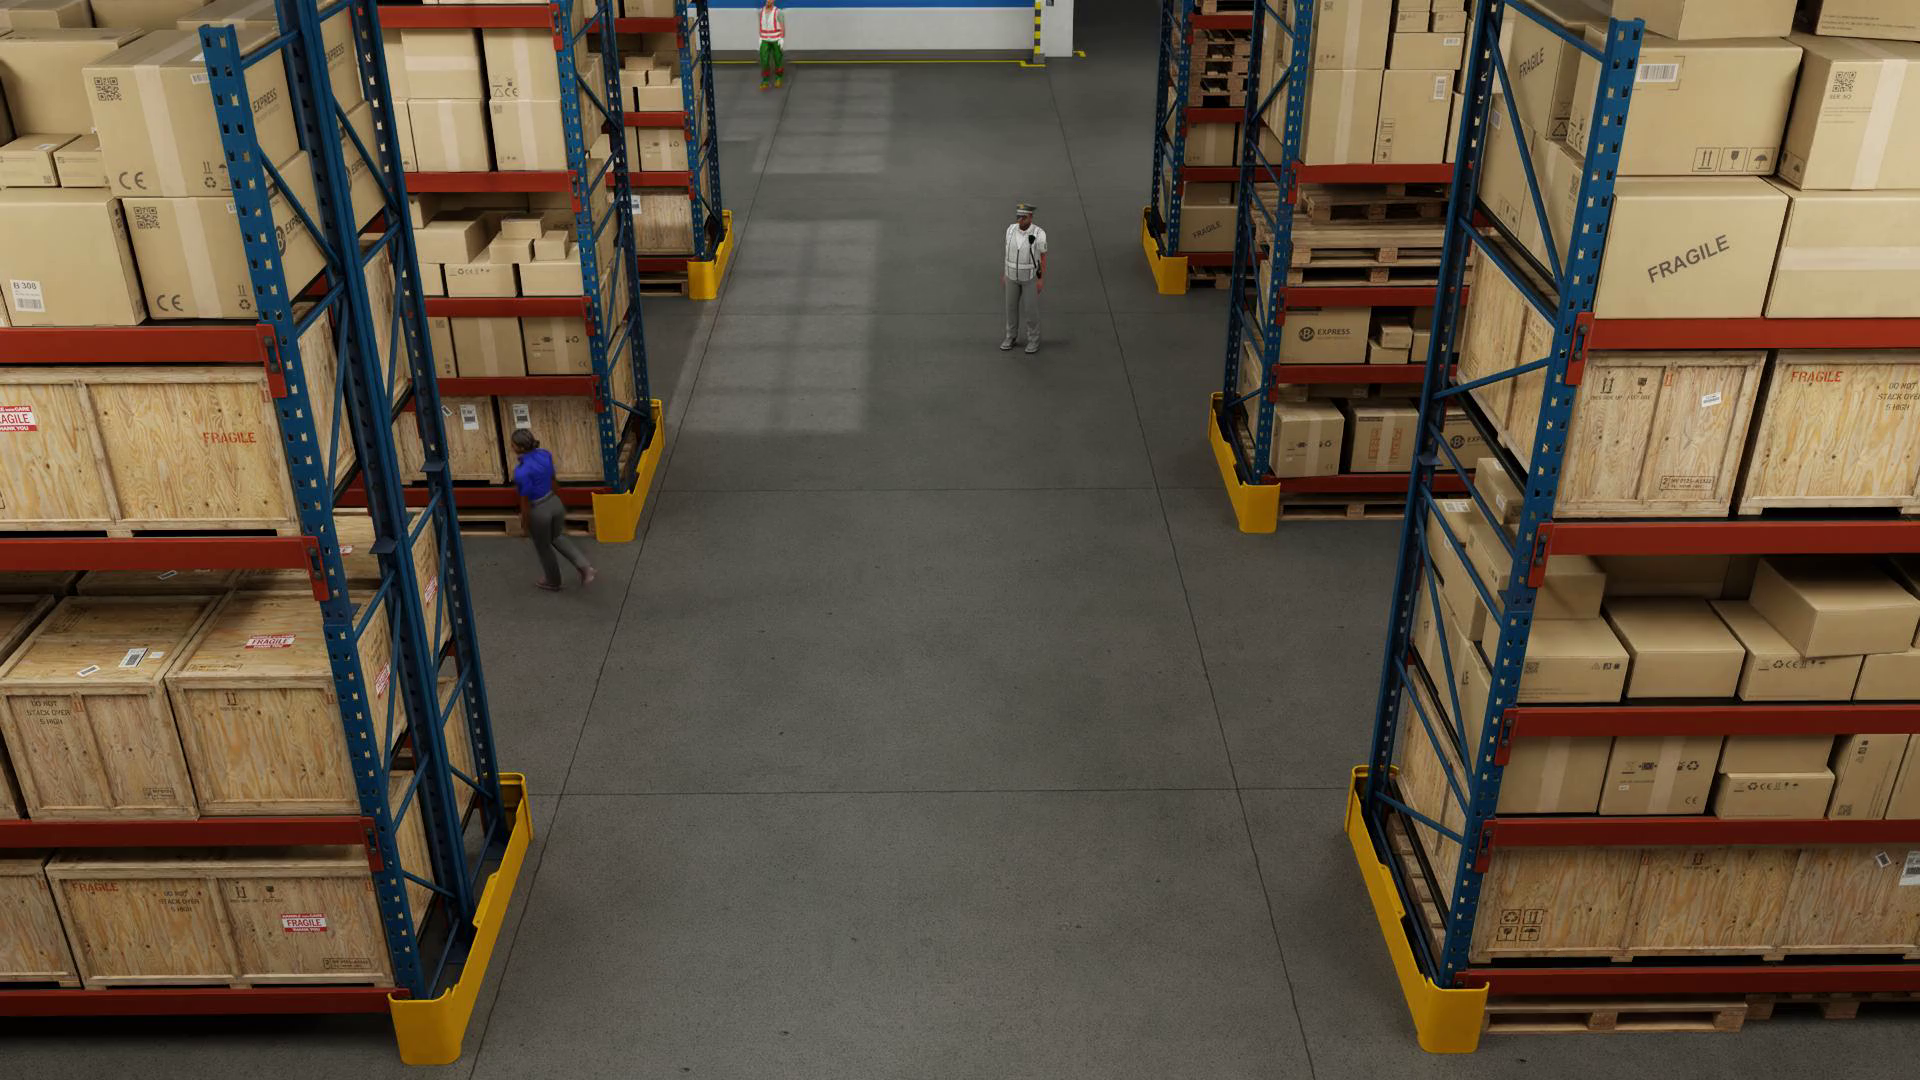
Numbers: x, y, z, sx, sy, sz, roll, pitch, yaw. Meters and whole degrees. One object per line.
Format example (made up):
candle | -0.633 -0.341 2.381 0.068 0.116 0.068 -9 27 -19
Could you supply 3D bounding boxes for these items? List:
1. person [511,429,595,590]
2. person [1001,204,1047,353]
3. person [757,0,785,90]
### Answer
person | -3.600 -0.225 14.432 0.649 1.637 0.482 15 32 25
person | 0.740 -3.126 19.714 0.524 1.771 0.423 10 30 18
person | -3.572 -9.382 31.291 0.589 1.772 0.805 5 29 10
